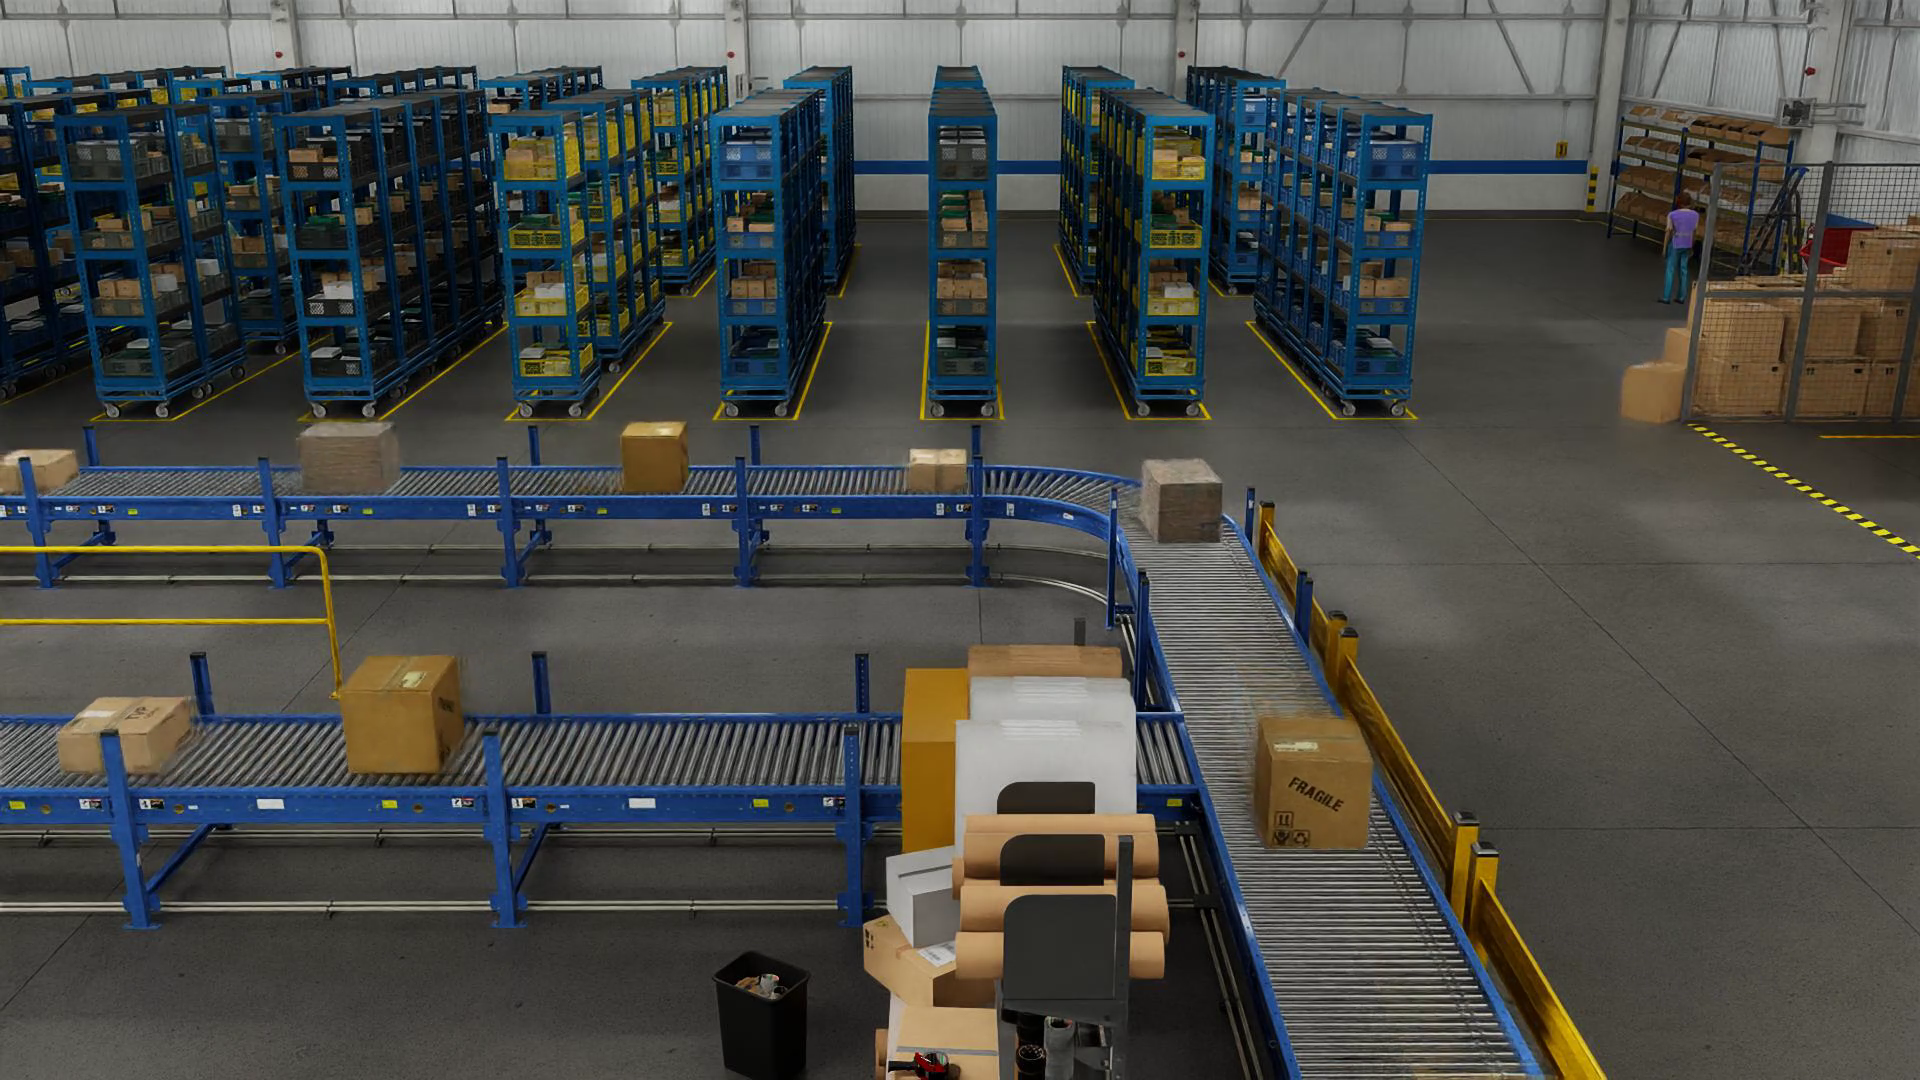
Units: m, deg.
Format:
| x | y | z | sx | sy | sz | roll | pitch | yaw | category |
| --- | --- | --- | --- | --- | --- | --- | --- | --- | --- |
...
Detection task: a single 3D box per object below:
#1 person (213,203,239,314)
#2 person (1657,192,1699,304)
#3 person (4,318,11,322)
| x | y | z | sx | sy | sz | roll | pitch | yaw | category |
| --- | --- | --- | --- | --- | --- | --- | --- | --- | --- |
| -11.742 | -4.560 | 26.719 | 0.404 | 1.832 | 0.592 | -13 | 22 | -34 | person |
| 11.900 | -4.814 | 27.504 | 0.560 | 1.837 | 0.388 | -4 | 18 | -13 | person |
| -15.070 | -4.131 | 25.288 | 0.973 | 1.899 | 0.622 | -11 | 21 | -30 | person |
